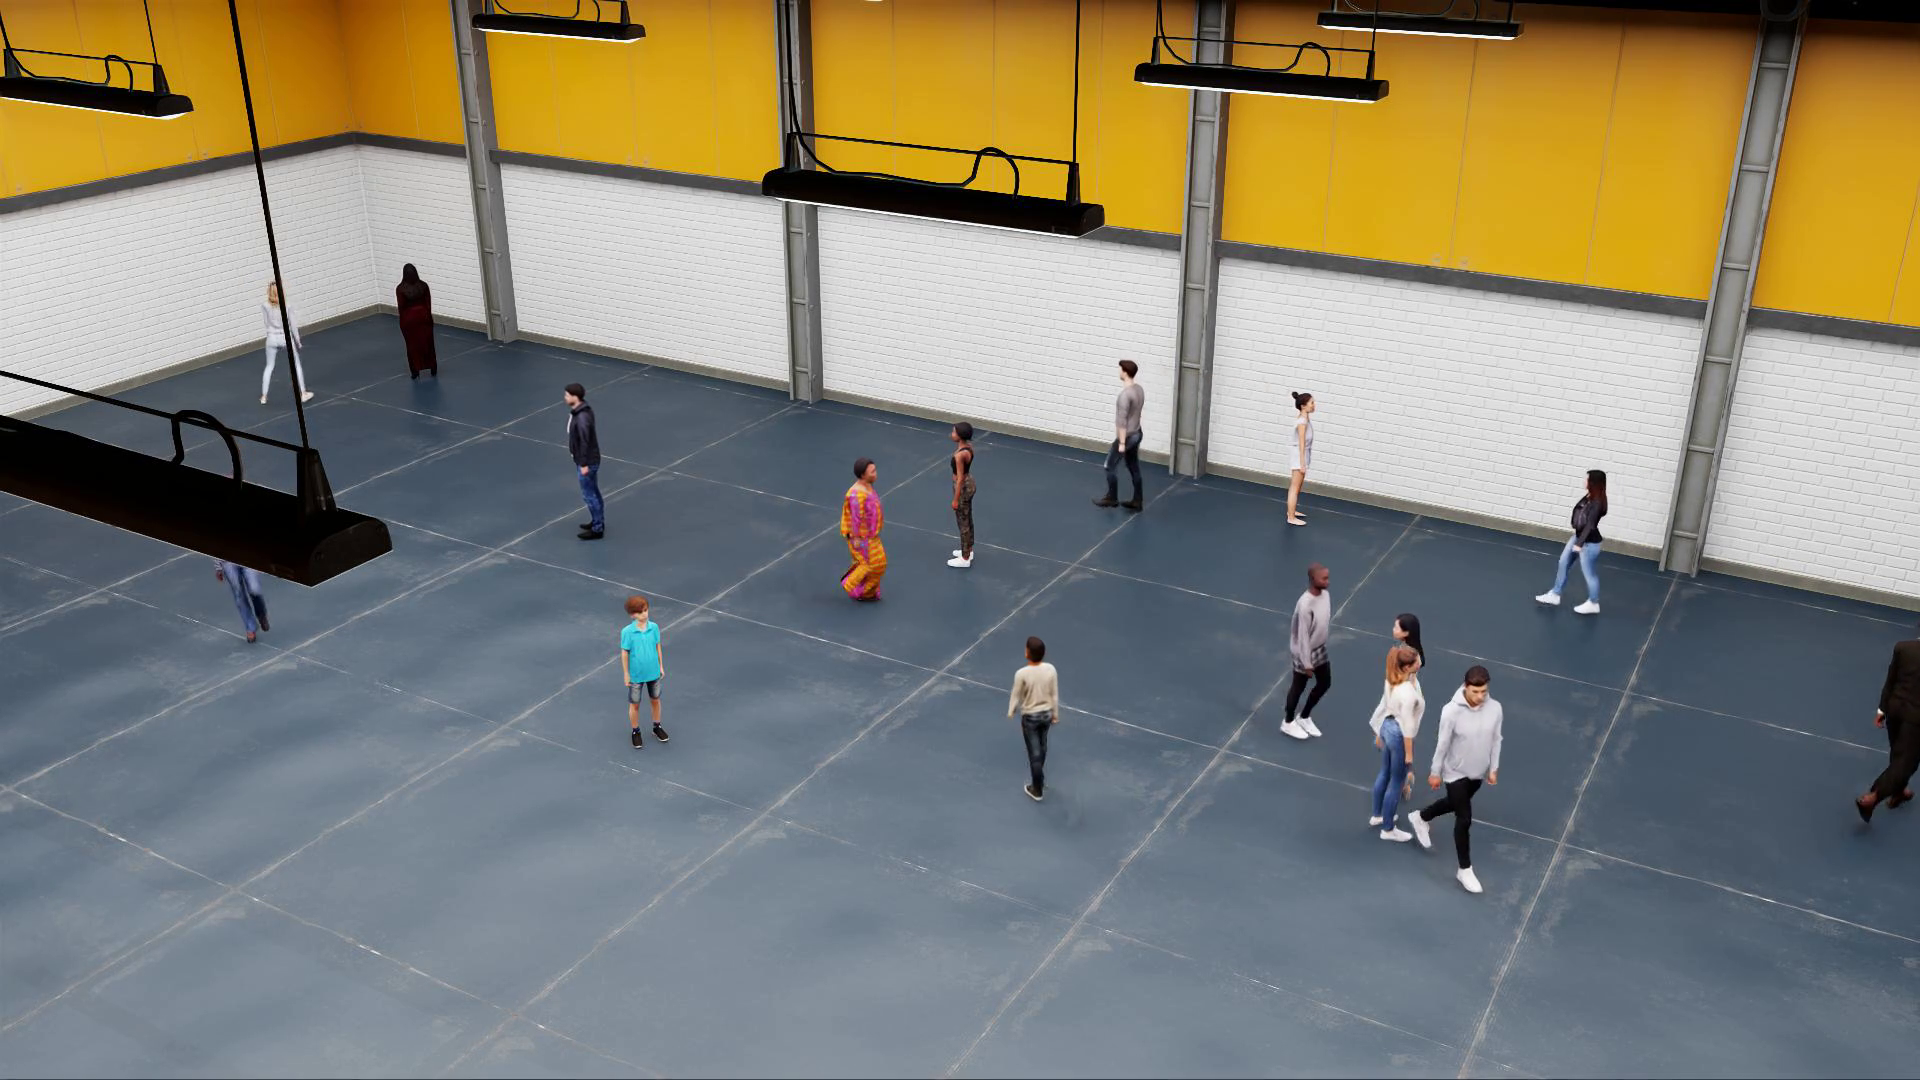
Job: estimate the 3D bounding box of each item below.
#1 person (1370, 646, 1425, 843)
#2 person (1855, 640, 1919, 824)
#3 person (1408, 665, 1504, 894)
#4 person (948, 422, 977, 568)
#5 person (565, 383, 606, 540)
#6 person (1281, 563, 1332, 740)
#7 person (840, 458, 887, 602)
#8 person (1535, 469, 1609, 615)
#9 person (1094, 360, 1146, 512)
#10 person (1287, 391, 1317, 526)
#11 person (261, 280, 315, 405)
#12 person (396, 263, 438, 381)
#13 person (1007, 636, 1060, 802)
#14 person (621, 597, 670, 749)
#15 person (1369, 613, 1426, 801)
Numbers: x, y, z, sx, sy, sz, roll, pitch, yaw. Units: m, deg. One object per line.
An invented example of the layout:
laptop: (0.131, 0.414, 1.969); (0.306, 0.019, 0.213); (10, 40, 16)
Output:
person: (3.583, 1.650, 13.672); (0.718, 1.720, 0.690); (-3, 24, -6)
person: (7.844, 1.504, 13.811); (1.132, 1.875, 1.243); (-14, 27, -29)
person: (3.921, 1.780, 13.166); (1.178, 1.886, 1.271); (-9, 25, -20)
person: (0.035, -0.529, 18.680); (0.607, 1.700, 0.634); (6, 24, 13)
person: (-4.329, -0.935, 19.377); (0.788, 1.886, 0.764); (-3, 24, -7)
person: (3.088, 0.988, 15.139); (0.697, 1.757, 0.689); (21, 31, 40)
person: (-1.085, -0.095, 17.736); (0.881, 1.661, 0.799); (5, 24, 10)
person: (6.671, 0.034, 17.502); (0.987, 1.613, 0.843); (3, 24, 7)
person: (2.102, -1.214, 20.019); (0.815, 1.884, 0.721); (14, 27, 29)
person: (4.063, -0.992, 19.855); (0.623, 1.607, 0.633); (5, 24, 11)
person: (-9.694, -2.825, 23.847); (0.929, 1.769, 1.026); (-2, 24, -5)
person: (-8.132, -3.281, 24.905); (0.747, 1.758, 0.739); (-16, 28, -33)
person: (0.688, 1.555, 14.233); (0.764, 1.444, 0.862); (-11, 26, -24)
person: (-2.878, 1.172, 15.105); (0.600, 1.448, 0.624); (-12, 27, -26)
person: (3.828, 1.447, 14.082); (0.772, 1.762, 0.726); (5, 24, 11)
